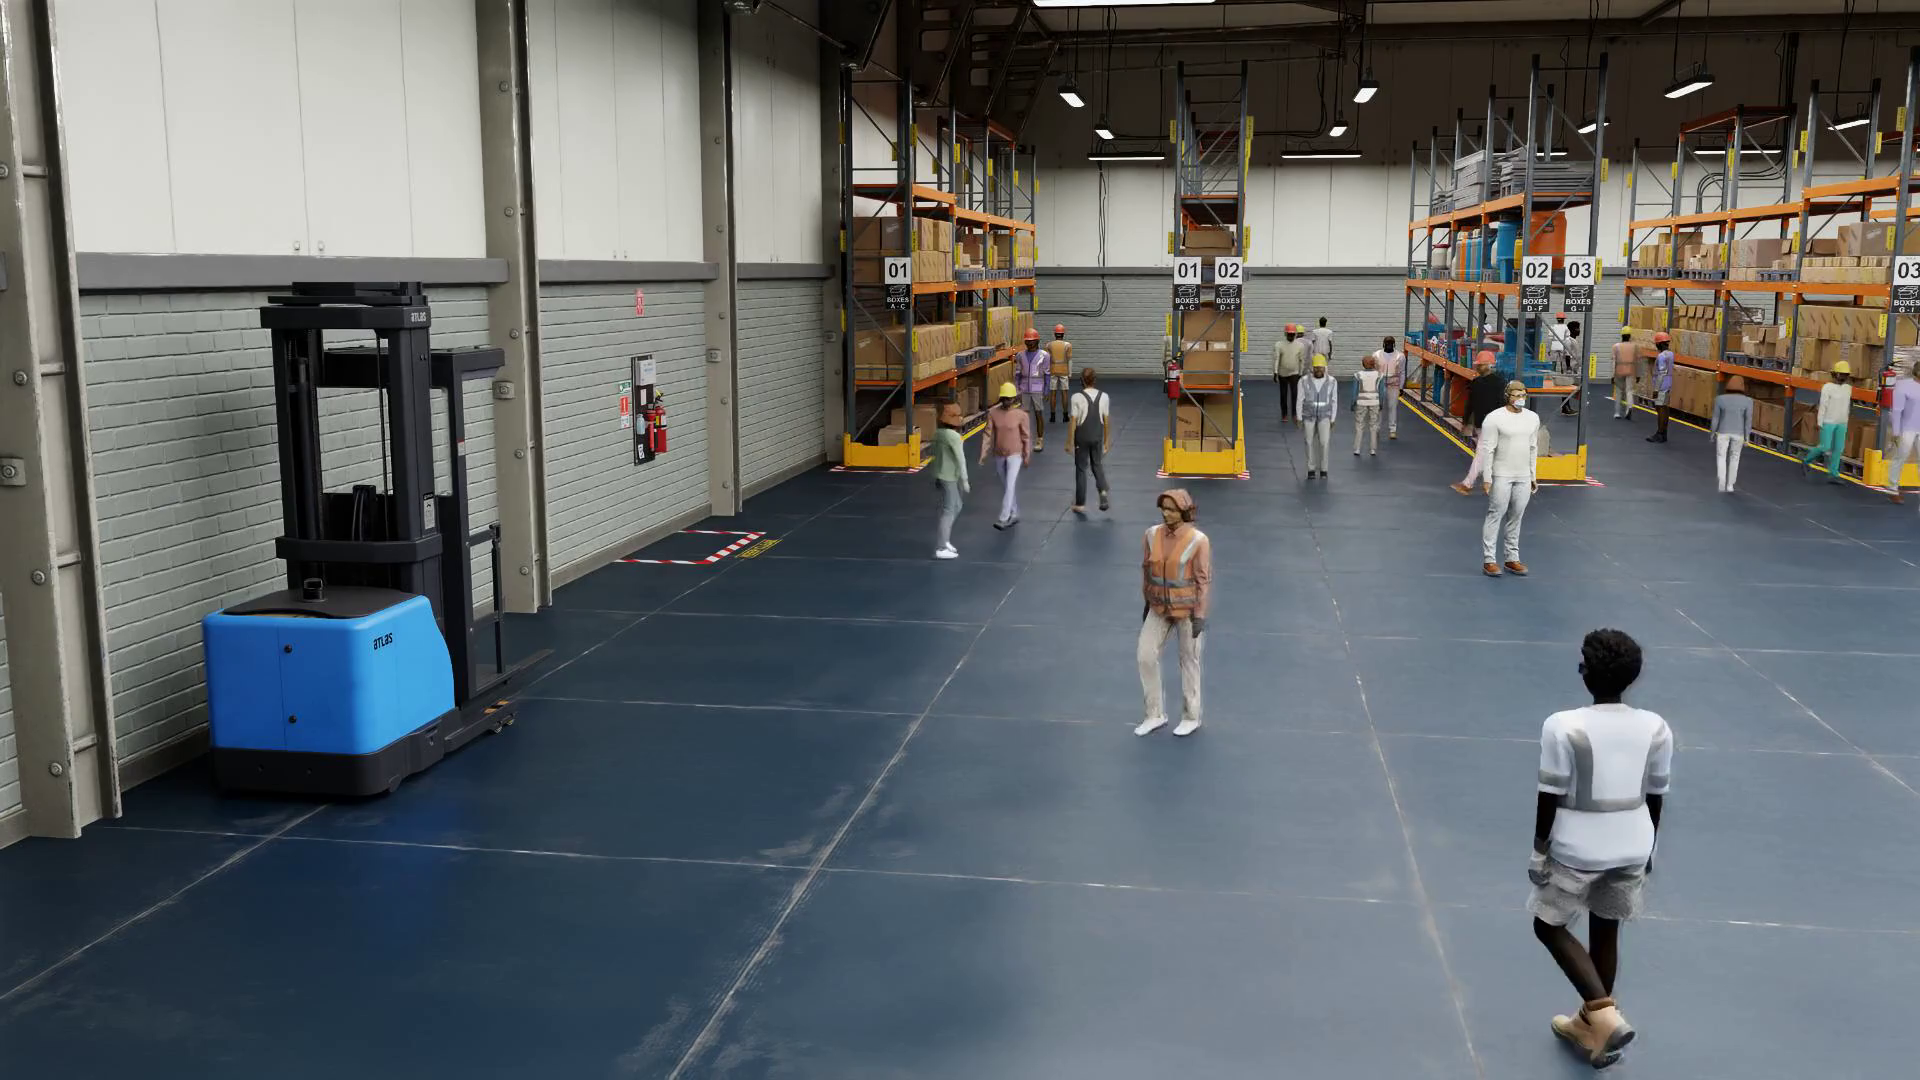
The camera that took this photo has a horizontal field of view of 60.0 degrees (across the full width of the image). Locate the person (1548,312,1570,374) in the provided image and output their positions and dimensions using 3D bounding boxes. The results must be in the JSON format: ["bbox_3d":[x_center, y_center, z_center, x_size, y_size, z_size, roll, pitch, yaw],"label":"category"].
[{"bbox_3d":[15.711,-5.015,43.624,0.546,1.934,0.376,4,10,22],"label":"person"}]

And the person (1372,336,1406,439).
[{"bbox_3d":[7.690,-2.754,29.962,0.627,1.845,0.429,3,10,16],"label":"person"}]

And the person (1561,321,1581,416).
[{"bbox_3d":[12.767,-3.589,34.727,0.367,1.966,0.606,6,11,31],"label":"person"}]

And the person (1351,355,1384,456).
[{"bbox_3d":[6.644,-2.194,27.149,0.525,1.637,0.320,1,9,9],"label":"person"}]

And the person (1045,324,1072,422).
[{"bbox_3d":[1.971,-3.332,33.232,0.547,1.938,0.379,1,9,8],"label":"person"}]

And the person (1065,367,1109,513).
[{"bbox_3d":[1.593,-1.228,20.583,0.537,1.831,0.629,-3,10,-19],"label":"person"}]

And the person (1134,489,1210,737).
[{"bbox_3d":[1.344,0.481,10.693,0.556,1.617,0.585,8,12,41],"label":"person"}]

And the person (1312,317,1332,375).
[{"bbox_3d":[9.147,-4.732,42.203,0.515,1.838,0.878,1,9,4],"label":"person"}]

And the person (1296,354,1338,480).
[{"bbox_3d":[5.139,-1.762,23.955,0.595,1.799,0.787,1,9,9],"label":"person"}]

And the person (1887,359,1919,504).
[{"bbox_3d":[12.236,-1.362,21.224,0.665,1.888,1.004,0,9,-2],"label":"person"}]

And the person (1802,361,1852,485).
[{"bbox_3d":[12.362,-1.680,23.621,0.537,1.745,0.580,-3,10,-16],"label":"person"}]

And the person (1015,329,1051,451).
[{"bbox_3d":[1.197,-2.505,27.804,0.616,2.041,0.378,4,10,24],"label":"person"}]

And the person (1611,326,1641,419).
[{"bbox_3d":[13.514,-3.398,33.779,0.593,1.904,0.864,2,9,13],"label":"person"}]

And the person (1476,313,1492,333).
[{"bbox_3d":[13.723,-5.022,43.718,0.592,1.919,0.392,-8,12,-40],"label":"person"}]

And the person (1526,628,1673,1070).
[{"bbox_3d":[2.412,1.170,6.223,0.548,1.681,0.516,-2,9,-12],"label":"person"}]

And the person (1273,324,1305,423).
[{"bbox_3d":[6.515,-3.289,32.933,0.621,1.945,1.002,1,9,7],"label":"person"}]

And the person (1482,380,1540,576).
[{"bbox_3d":[5.454,-0.619,16.498,0.635,1.937,0.354,-3,10,-18],"label":"person"}]

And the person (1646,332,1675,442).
[{"bbox_3d":[12.370,-2.702,29.360,0.361,1.935,0.544,7,12,38],"label":"person"}]

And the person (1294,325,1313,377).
[{"bbox_3d":[7.434,-3.810,36.529,0.620,1.819,0.428,-1,9,-5],"label":"person"}]

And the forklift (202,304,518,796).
[{"bbox_3d":[-3.673,-0.038,10.147,1.129,2.768,1.873,1,9,9],"label":"forklift"}]

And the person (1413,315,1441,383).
[{"bbox_3d":[11.470,-4.504,40.507,1.037,1.946,0.629,3,10,17],"label":"person"}]

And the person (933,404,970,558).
[{"bbox_3d":[-0.089,-0.617,17.480,0.468,1.620,0.515,-4,10,-22],"label":"person"}]

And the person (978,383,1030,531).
[{"bbox_3d":[0.528,-0.967,19.337,0.536,1.714,0.921,5,10,26],"label":"person"}]

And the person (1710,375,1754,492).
[{"bbox_3d":[10.415,-1.426,22.468,0.508,1.608,0.654,4,10,24],"label":"person"}]

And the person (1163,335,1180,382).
[{"bbox_3d":[5.160,-4.359,39.969,0.589,1.814,0.751,2,9,10],"label":"person"}]

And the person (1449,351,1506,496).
[{"bbox_3d":[7.038,-1.579,22.421,1.042,1.935,0.654,-4,10,-22],"label":"person"}]
